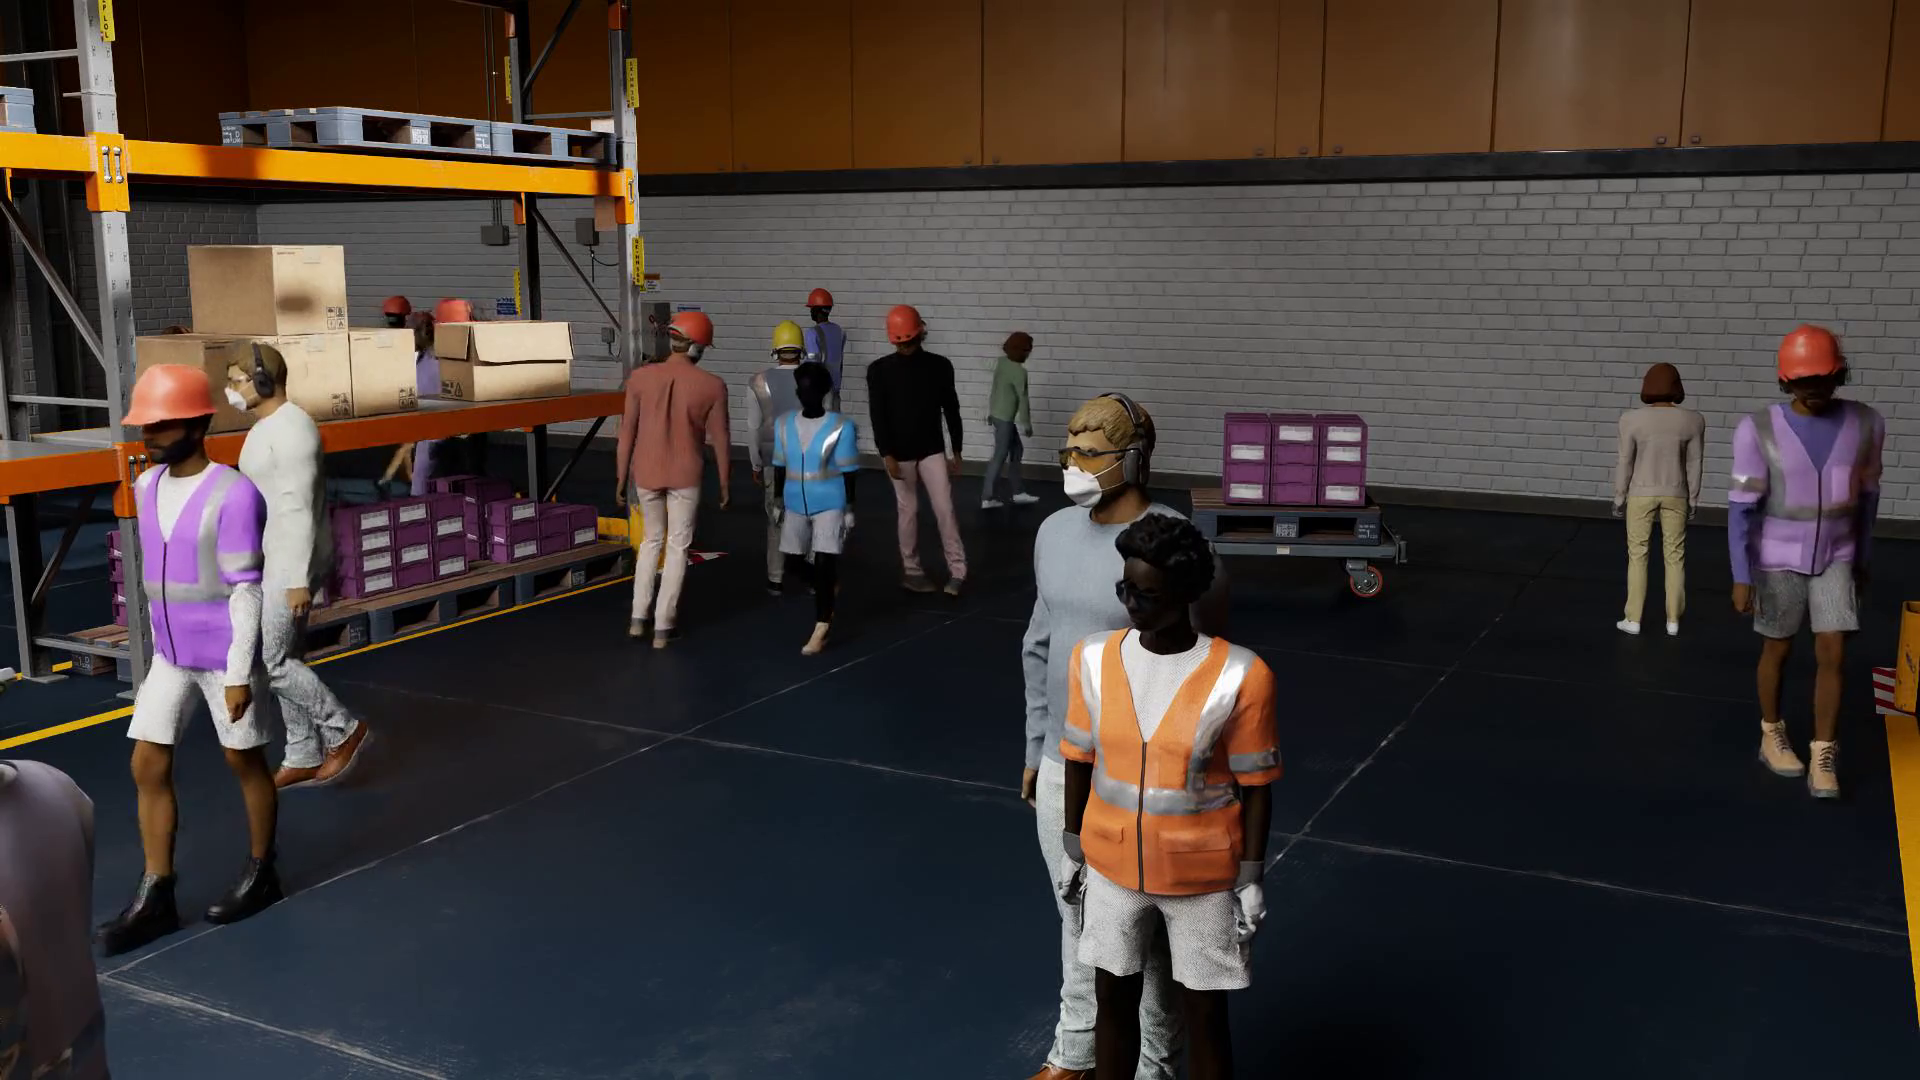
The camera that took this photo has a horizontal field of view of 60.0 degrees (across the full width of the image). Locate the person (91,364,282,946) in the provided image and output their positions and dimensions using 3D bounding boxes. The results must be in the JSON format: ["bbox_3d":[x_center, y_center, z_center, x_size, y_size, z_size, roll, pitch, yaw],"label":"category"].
[{"bbox_3d":[-2.579,0.394,5.448,0.571,1.913,0.780,4,11,22],"label":"person"}]

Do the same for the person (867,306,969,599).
[{"bbox_3d":[-0.268,-0.570,10.982,0.660,1.933,0.732,-2,10,-13],"label":"person"}]

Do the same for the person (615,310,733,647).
[{"bbox_3d":[-1.662,-0.360,9.738,0.649,1.942,0.587,1,10,8],"label":"person"}]

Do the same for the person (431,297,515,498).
[{"bbox_3d":[-3.676,-0.854,12.568,0.621,1.961,0.796,9,13,41],"label":"person"}]

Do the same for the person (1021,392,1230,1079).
[{"bbox_3d":[0.385,0.592,4.242,0.361,1.939,0.635,-8,13,-39],"label":"person"}]

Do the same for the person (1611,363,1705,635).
[{"bbox_3d":[4.160,-0.241,9.947,0.501,1.631,0.286,2,10,9],"label":"person"}]

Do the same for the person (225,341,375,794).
[{"bbox_3d":[-2.835,0.133,6.955,0.441,1.918,0.642,-7,12,-33],"label":"person"}]

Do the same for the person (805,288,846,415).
[{"bbox_3d":[-1.343,-1.471,16.192,0.355,1.938,0.545,6,11,30],"label":"person"}]

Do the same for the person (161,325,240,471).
[{"bbox_3d":[-4.866,-0.441,10.532,0.626,1.836,0.429,-1,10,-4],"label":"person"}]

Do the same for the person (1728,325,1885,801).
[{"bbox_3d":[3.555,0.090,7.005,0.650,1.980,0.818,2,10,10],"label":"person"}]

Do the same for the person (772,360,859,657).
[{"bbox_3d":[-0.802,-0.202,9.551,0.536,1.677,0.558,4,11,22],"label":"person"}]

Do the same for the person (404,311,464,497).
[{"bbox_3d":[-3.952,-0.812,12.695,0.982,1.849,0.683,-8,13,-40],"label":"person"}]

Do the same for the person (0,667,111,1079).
[{"bbox_3d":[-1.475,0.954,2.446,0.403,1.835,0.588,-1,10,-8],"label":"person"}]

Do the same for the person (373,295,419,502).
[{"bbox_3d":[-5.142,-1.282,15.193,0.555,1.909,0.880,3,10,15],"label":"person"}]

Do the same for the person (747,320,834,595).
[{"bbox_3d":[-1.117,-0.541,11.099,0.590,1.837,0.404,-1,10,-7],"label":"person"}]

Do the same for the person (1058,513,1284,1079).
[{"bbox_3d":[0.473,0.771,3.905,0.541,1.694,0.316,5,11,27],"label":"person"}]

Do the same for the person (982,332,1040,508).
[{"bbox_3d":[0.483,-1.065,14.854,0.634,1.585,0.569,-2,10,-13],"label":"person"}]
